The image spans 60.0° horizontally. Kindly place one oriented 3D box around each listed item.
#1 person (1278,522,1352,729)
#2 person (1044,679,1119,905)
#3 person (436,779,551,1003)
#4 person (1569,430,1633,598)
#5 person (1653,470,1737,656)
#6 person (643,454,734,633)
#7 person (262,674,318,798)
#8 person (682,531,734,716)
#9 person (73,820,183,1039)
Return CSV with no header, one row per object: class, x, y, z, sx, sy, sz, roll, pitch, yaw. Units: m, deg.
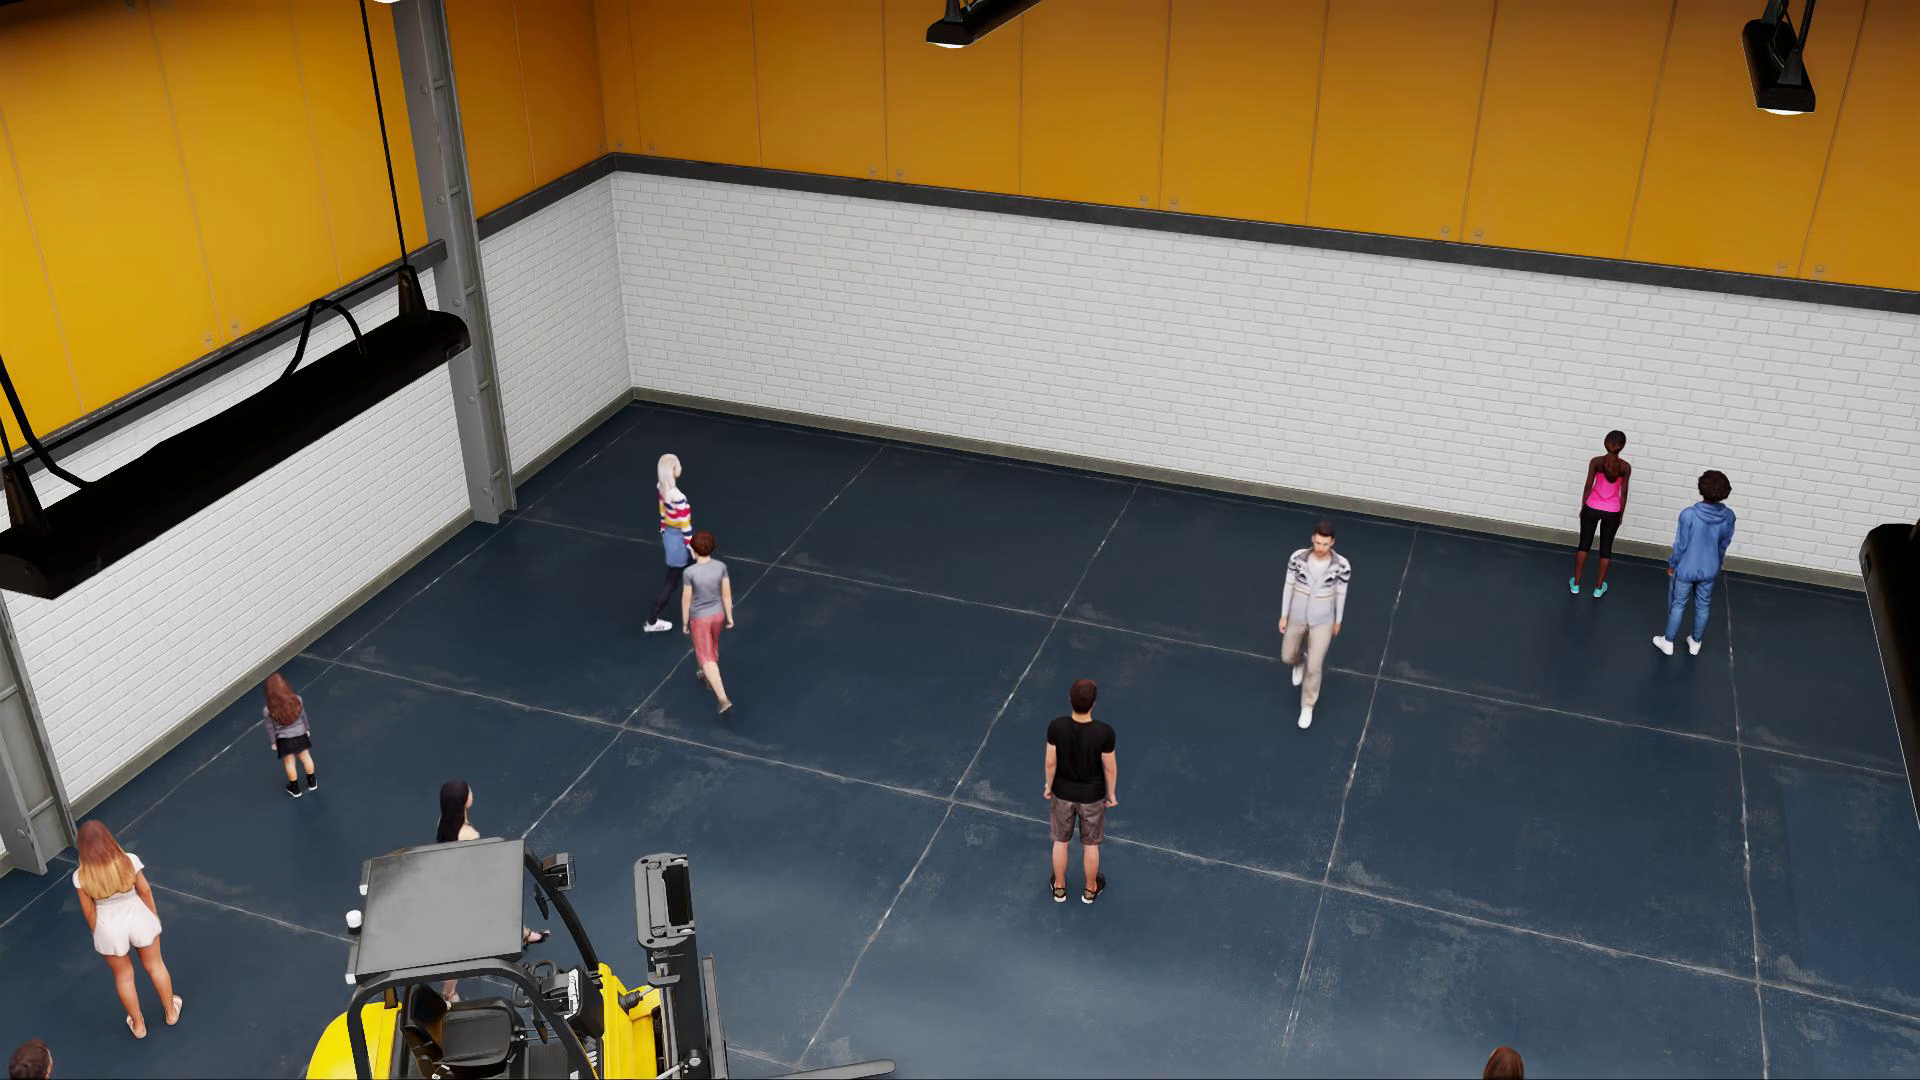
person,2.990,0.624,14.131,0.704,1.836,0.972,10,30,18
person,0.841,1.805,11.940,0.723,1.861,0.623,5,29,9
person,-3.309,2.400,10.989,1.237,1.726,0.977,-24,37,-37
person,6.123,-0.262,15.872,0.557,1.723,0.562,12,31,21
person,6.611,0.211,14.915,0.728,1.811,0.662,2,29,4
person,-2.660,0.070,15.220,1.188,1.765,1.123,-13,31,-23
person,-5.330,1.535,13.221,0.503,1.107,0.598,-22,35,-34
person,-2.130,0.723,14.172,1.082,1.623,1.092,-15,32,-26
person,-5.435,2.514,10.811,0.661,1.696,0.730,-16,32,-26
